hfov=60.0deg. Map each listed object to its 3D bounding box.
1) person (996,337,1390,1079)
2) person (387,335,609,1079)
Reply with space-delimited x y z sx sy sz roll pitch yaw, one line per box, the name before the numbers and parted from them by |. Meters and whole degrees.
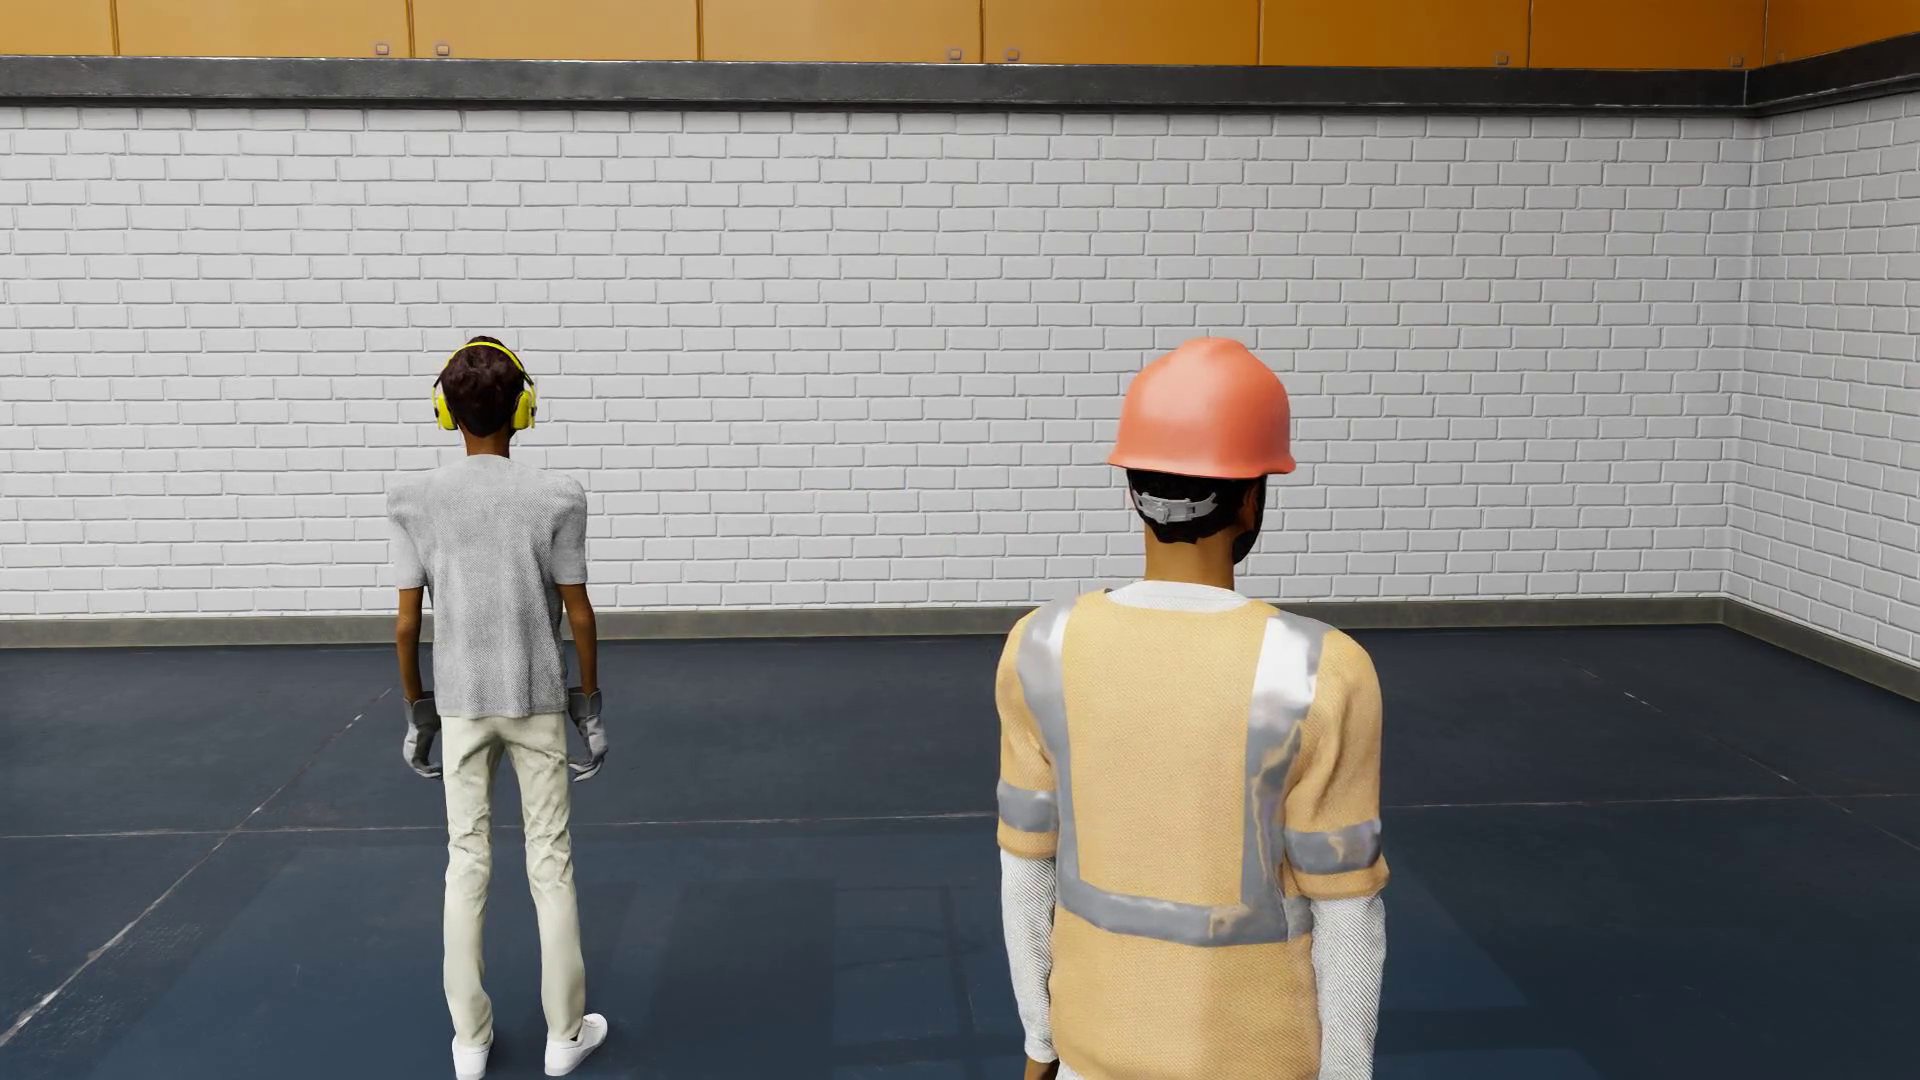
person | 0.321 0.691 2.341 0.545 1.938 0.355 4 10 25
person | -1.146 0.430 4.182 0.513 1.877 0.328 -1 9 -4
